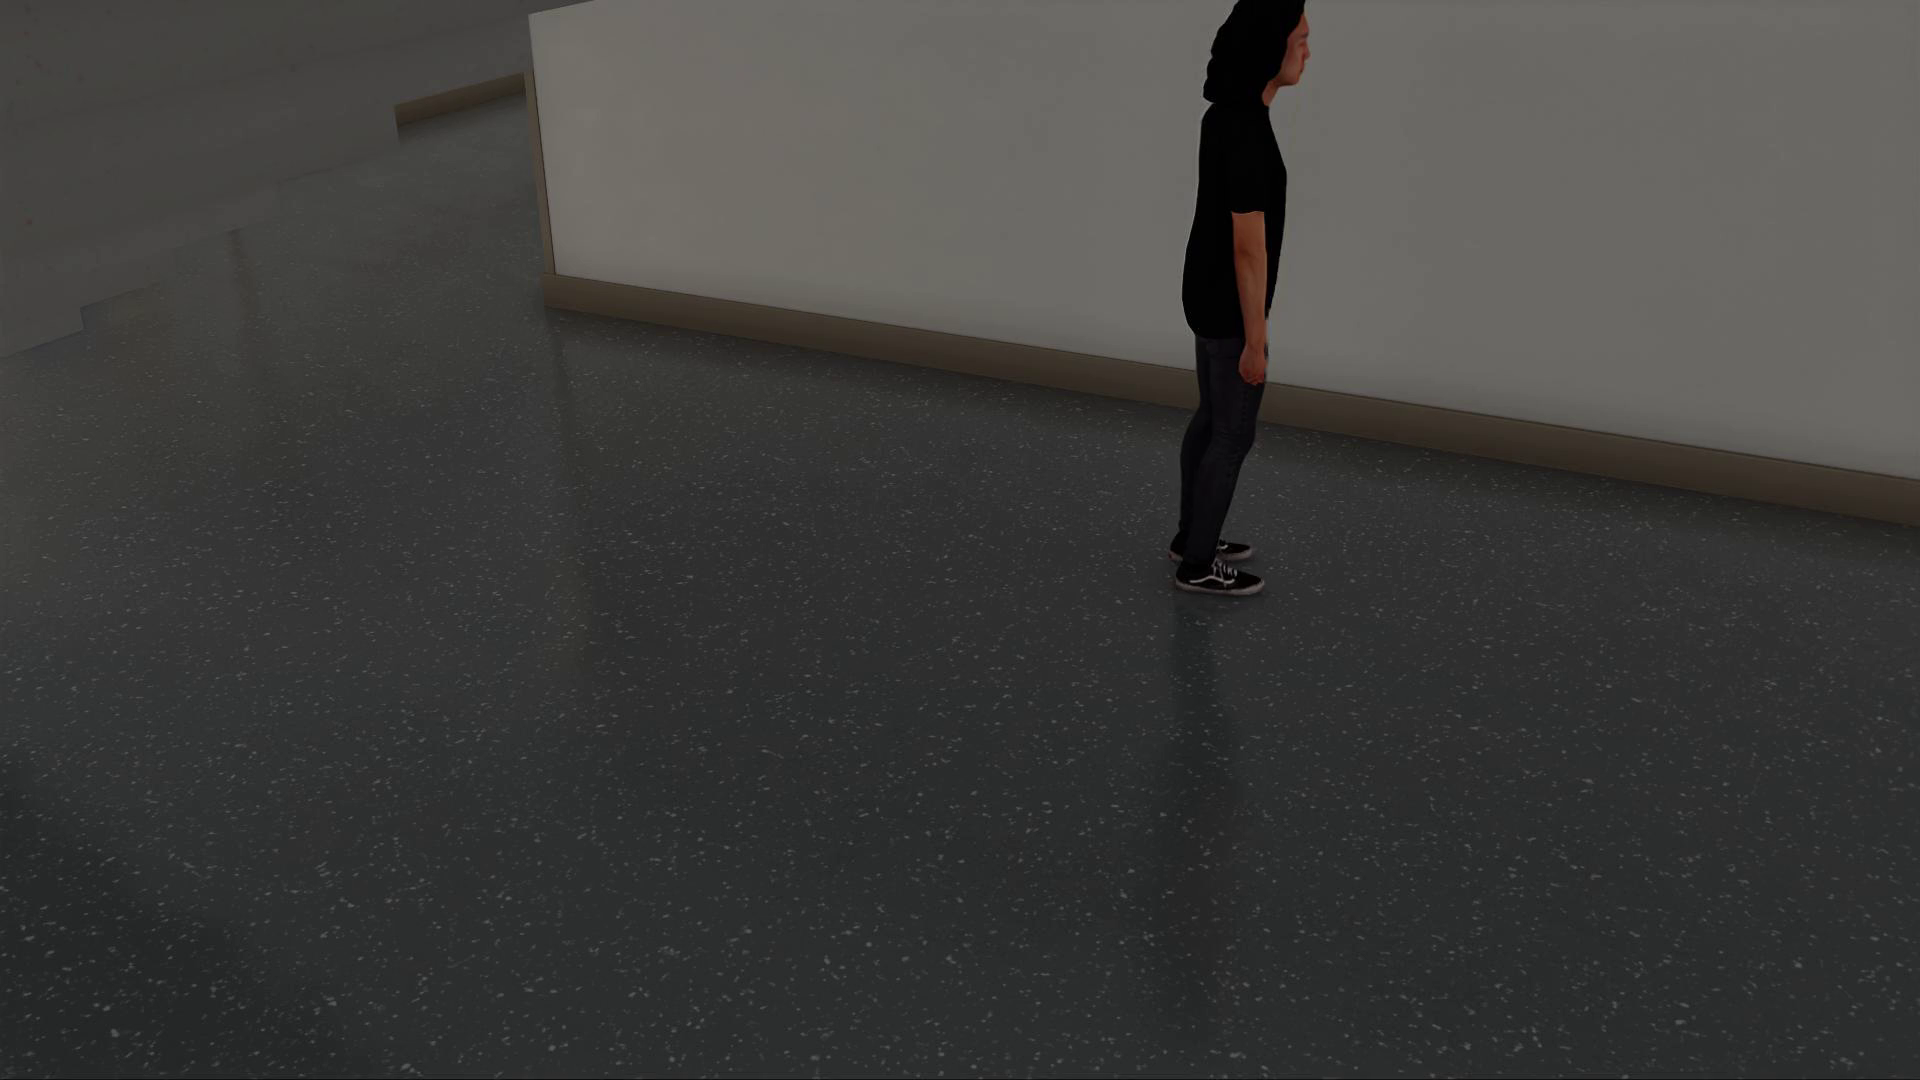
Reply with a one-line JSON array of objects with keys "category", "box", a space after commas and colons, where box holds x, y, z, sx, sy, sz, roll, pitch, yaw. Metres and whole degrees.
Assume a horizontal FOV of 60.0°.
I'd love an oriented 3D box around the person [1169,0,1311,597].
[{"category": "person", "box": [0.788, -0.709, 4.937, 0.697, 1.826, 0.711, -2, 26, -3]}]
